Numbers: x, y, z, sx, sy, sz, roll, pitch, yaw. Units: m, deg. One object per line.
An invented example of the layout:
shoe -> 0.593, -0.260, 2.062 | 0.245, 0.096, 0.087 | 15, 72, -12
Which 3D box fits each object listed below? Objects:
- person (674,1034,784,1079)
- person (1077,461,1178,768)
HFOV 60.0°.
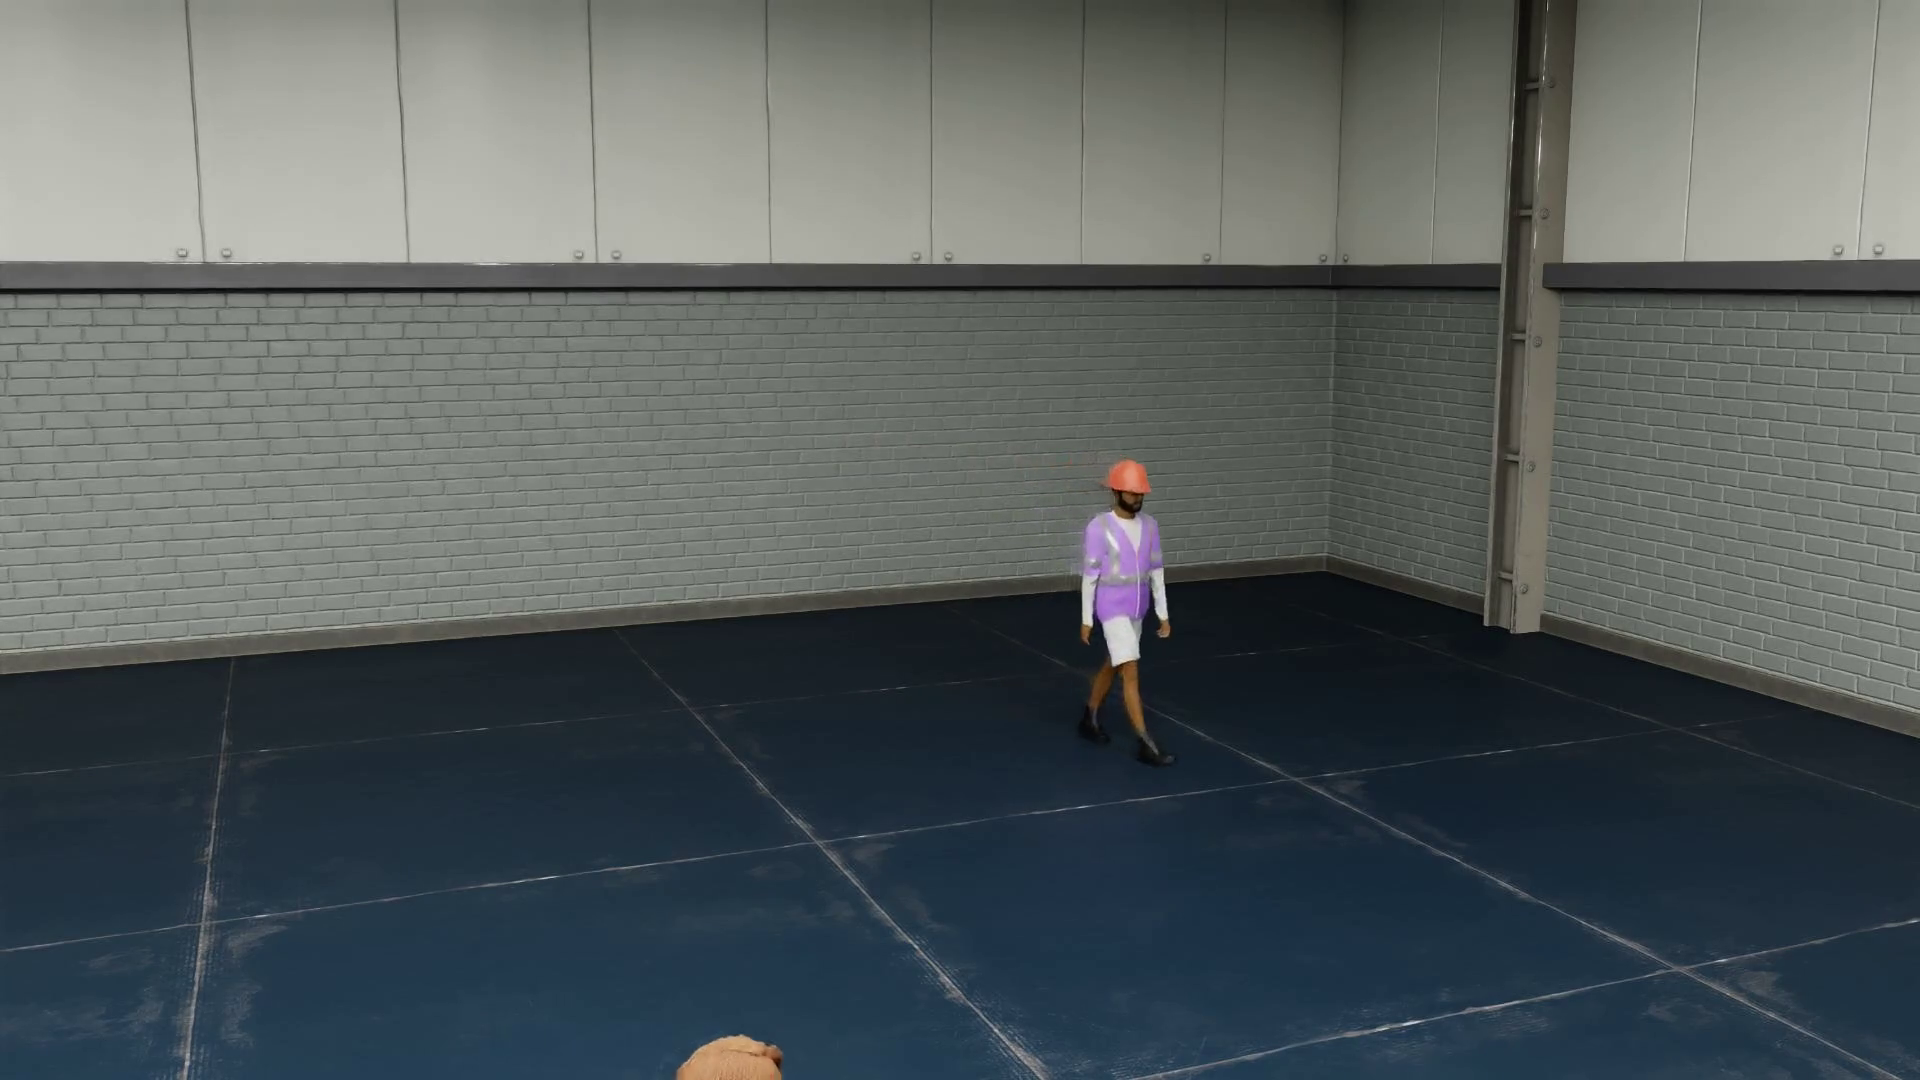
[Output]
person -> -0.402, 1.729, 3.275 | 0.877, 1.584, 0.519 | -1, 9, -4
person -> 1.040, 0.430, 10.511 | 0.562, 1.889, 0.986 | -7, 11, -36
